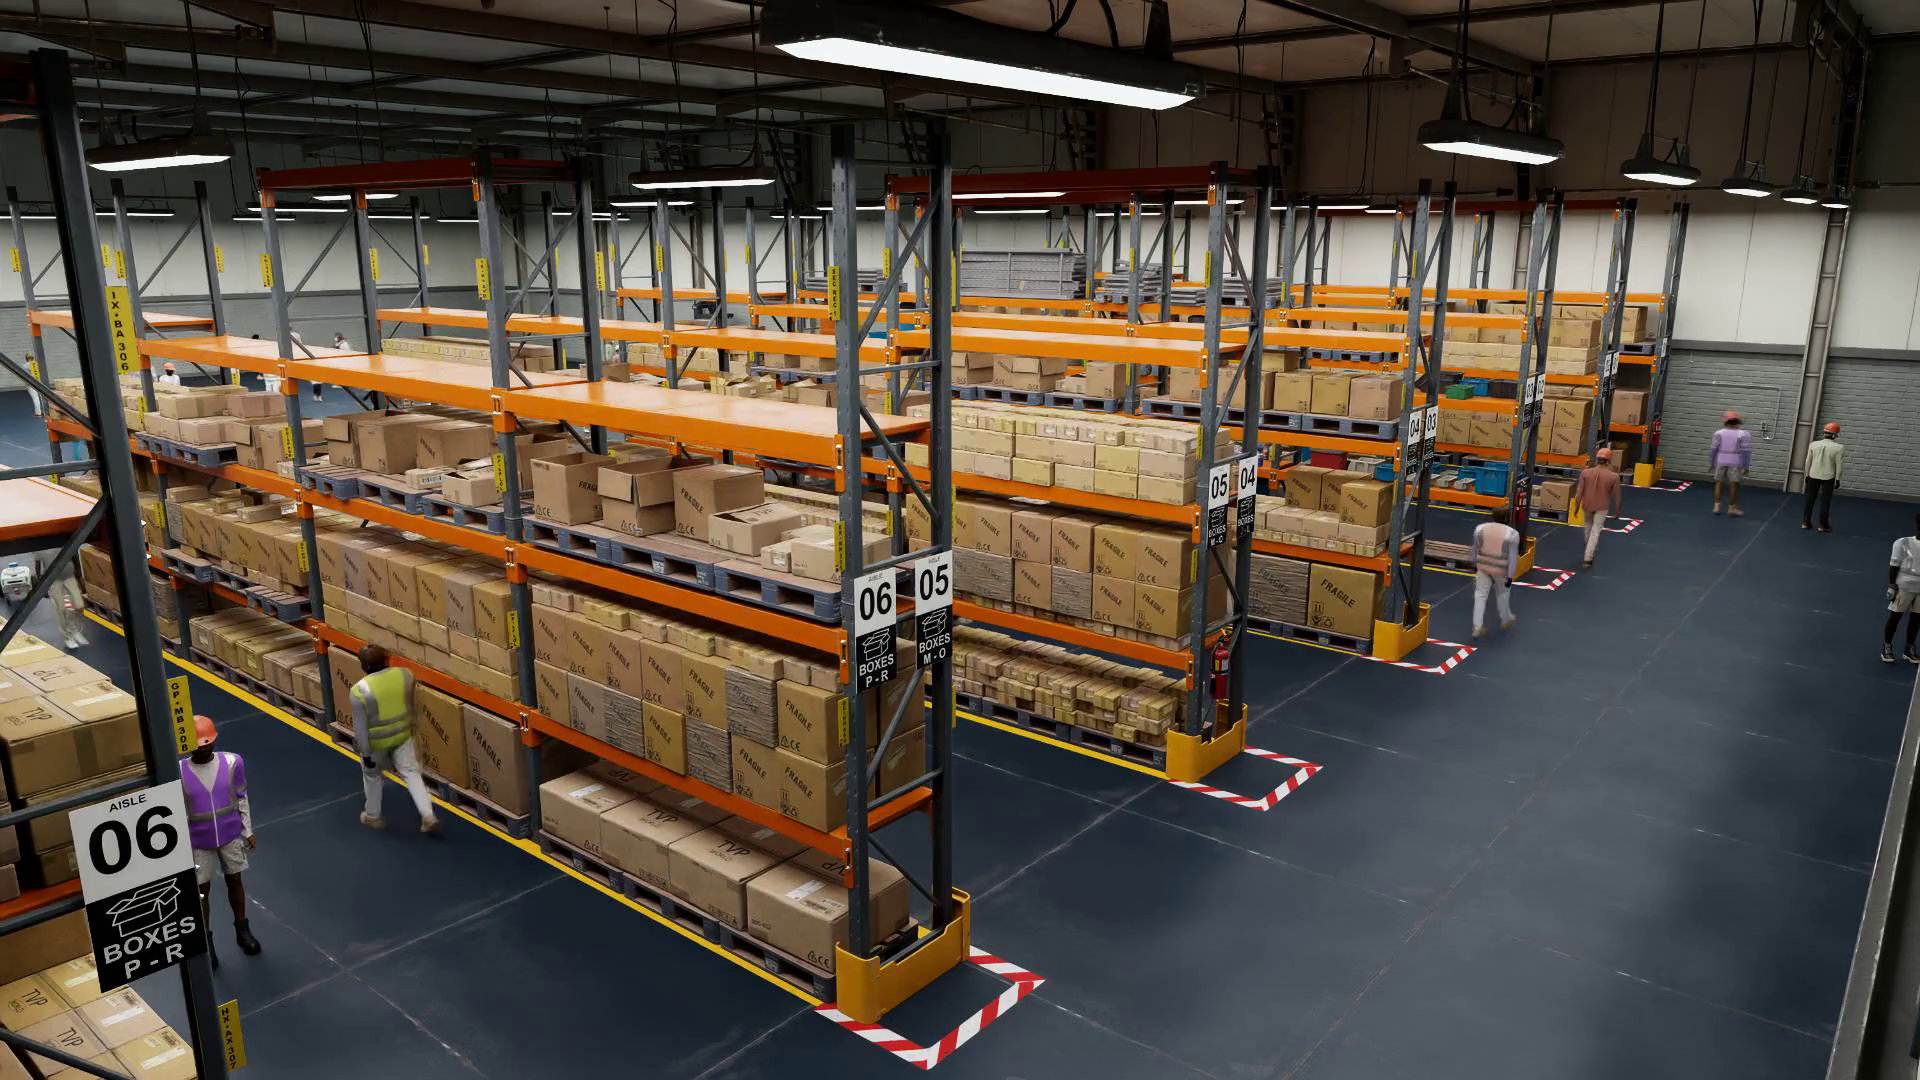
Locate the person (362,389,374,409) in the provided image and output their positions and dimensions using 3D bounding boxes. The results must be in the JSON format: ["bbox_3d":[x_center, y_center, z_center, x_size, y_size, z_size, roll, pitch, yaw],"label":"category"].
[{"bbox_3d":[-18.599,-4.959,39.525,0.626,1.678,0.547,-2,14,-9],"label":"person"}]

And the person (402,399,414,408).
[{"bbox_3d":[-11.999,-2.161,27.566,0.638,1.900,0.403,-4,14,-17],"label":"person"}]

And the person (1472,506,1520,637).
[{"bbox_3d":[7.338,0.399,17.235,0.640,1.791,0.940,12,18,41],"label":"person"}]

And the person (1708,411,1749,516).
[{"bbox_3d":[15.052,-1.471,24.557,0.781,2.007,0.418,12,18,40],"label":"person"}]

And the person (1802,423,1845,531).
[{"bbox_3d":[15.990,-1.179,23.320,0.395,1.994,0.613,-8,16,-30],"label":"person"}]

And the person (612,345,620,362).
[{"bbox_3d":[-11.360,-5.628,42.110,0.522,1.765,0.317,-11,17,-38],"label":"person"}]

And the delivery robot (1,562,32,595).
[{"bbox_3d":[-14.227,0.582,18.971,0.477,0.478,0.707,-9,17,-34],"label":"delivery robot"}]

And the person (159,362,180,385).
[{"bbox_3d":[-21.729,-3.933,34.777,0.377,1.933,0.551,6,15,22],"label":"person"}]

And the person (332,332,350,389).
[{"bbox_3d":[-22.103,-6.473,45.093,0.693,2.000,1.009,11,17,38],"label":"person"}]

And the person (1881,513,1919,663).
[{"bbox_3d":[12.163,0.601,16.058,0.607,1.966,0.367,2,14,8],"label":"person"}]

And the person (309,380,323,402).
[{"bbox_3d":[-20.998,-5.353,41.121,0.405,1.682,0.560,9,16,33],"label":"person"}]

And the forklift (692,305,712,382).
[{"bbox_3d":[-9.511,-7.392,47.124,1.873,2.768,1.129,11,17,38],"label":"forklift"}]

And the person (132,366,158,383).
[{"bbox_3d":[-24.007,-4.501,37.235,0.949,1.880,0.594,10,17,34],"label":"person"}]

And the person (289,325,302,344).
[{"bbox_3d":[-26.262,-7.508,49.566,0.659,1.893,0.622,-4,14,-15],"label":"person"}]

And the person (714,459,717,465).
[{"bbox_3d":[-5.535,-2.098,27.158,0.838,1.970,0.631,6,15,22],"label":"person"}]

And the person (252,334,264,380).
[{"bbox_3d":[-26.513,-6.907,47.525,0.321,1.689,0.531,-9,16,-32],"label":"person"}]

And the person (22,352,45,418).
[{"bbox_3d":[-27.669,-4.634,37.653,0.372,1.940,0.627,3,14,10],"label":"person"}]

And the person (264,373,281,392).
[{"bbox_3d":[-20.880,-4.750,38.277,0.580,1.874,0.448,2,14,7],"label":"person"}]

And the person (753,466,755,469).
[{"bbox_3d":[-4.121,-1.769,25.928,0.744,1.899,0.607,11,18,39],"label":"person"}]

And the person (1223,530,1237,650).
[{"bbox_3d":[3.487,0.658,16.510,0.370,1.625,0.536,7,15,25],"label":"person"}]

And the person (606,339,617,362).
[{"bbox_3d":[-13.145,-6.839,47.379,0.427,1.616,0.519,7,15,26],"label":"person"}]

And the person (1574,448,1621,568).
[{"bbox_3d":[10.595,-0.555,20.856,0.659,1.940,1.011,12,18,41],"label":"person"}]

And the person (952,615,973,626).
[{"bbox_3d":[-0.119,0.263,17.620,0.851,1.886,0.622,7,15,26],"label":"person"}]

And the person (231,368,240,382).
[{"bbox_3d":[-23.165,-5.063,40.066,0.267,1.629,0.497,10,17,36],"label":"person"}]

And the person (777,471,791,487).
[{"bbox_3d":[-2.606,-0.079,18.971,0.636,1.920,0.833,-12,18,-41],"label":"person"}]

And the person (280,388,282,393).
[{"bbox_3d":[-21.597,-5.200,40.238,0.380,1.834,0.564,7,15,27],"label":"person"}]

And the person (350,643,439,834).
[{"bbox_3d":[-5.174,1.808,11.445,0.917,1.808,0.630,10,17,36],"label":"person"}]

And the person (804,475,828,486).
[{"bbox_3d":[-3.168,-2.089,27.363,0.483,1.865,0.587,-9,16,-31],"label":"person"}]

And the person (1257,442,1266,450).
[{"bbox_3d":[5.981,-1.631,25.639,0.605,1.784,0.953,-10,17,-36],"label":"person"}]

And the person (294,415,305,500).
[{"bbox_3d":[-13.386,-1.662,25.745,0.937,1.792,0.639,4,14,17],"label":"person"}]

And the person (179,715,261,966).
[{"bbox_3d":[-5.588,2.225,9.436,0.543,1.939,0.360,-13,18,-42],"label":"person"}]

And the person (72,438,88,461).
[{"bbox_3d":[-20.851,-2.667,29.834,0.751,1.821,0.571,6,15,24],"label":"person"}]

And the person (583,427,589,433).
[{"bbox_3d":[-10.280,-3.809,34.880,0.312,1.641,0.512,10,17,37],"label":"person"}]

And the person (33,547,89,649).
[{"bbox_3d":[-11.797,0.542,16.552,0.492,1.843,0.538,10,17,36],"label":"person"}]
